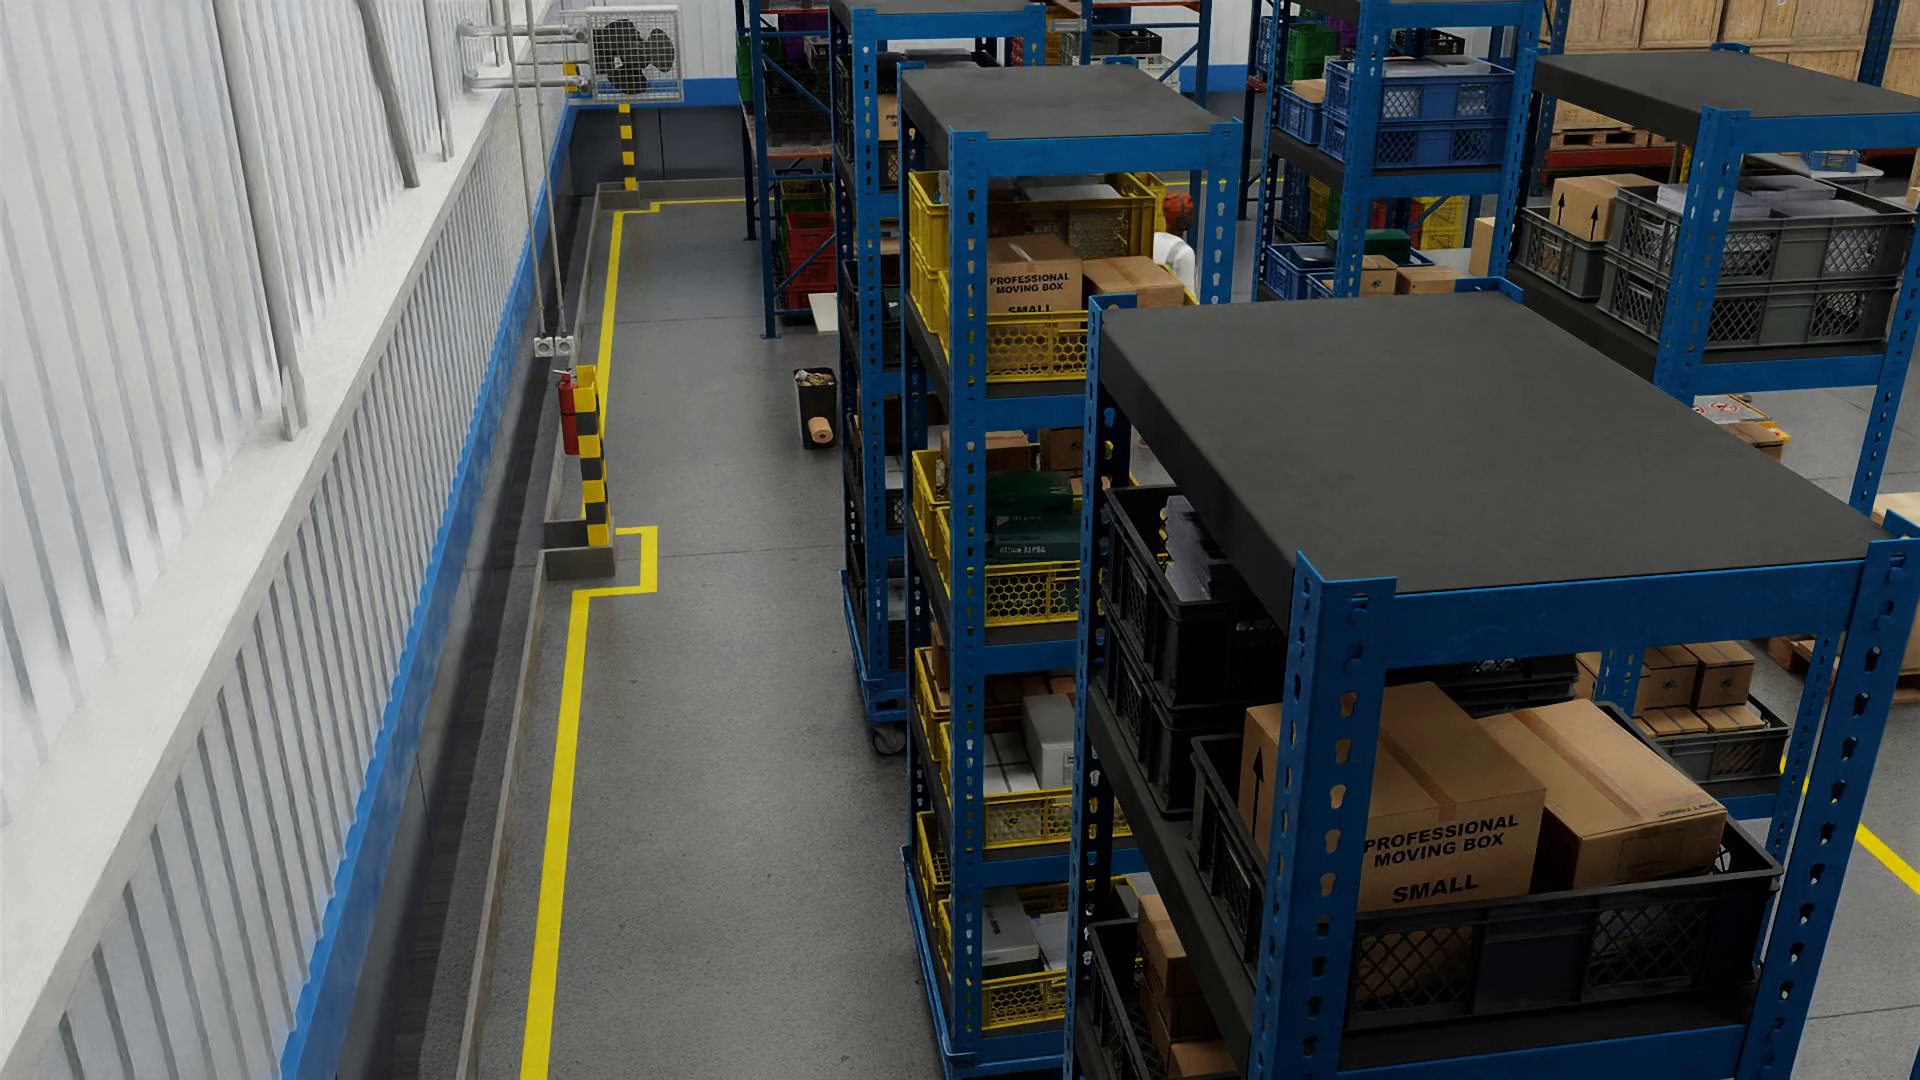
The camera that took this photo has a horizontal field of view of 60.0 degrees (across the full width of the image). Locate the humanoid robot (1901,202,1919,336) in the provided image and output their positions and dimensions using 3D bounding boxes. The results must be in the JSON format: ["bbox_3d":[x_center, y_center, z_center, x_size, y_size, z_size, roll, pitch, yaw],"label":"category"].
[{"bbox_3d":[7.949,-2.250,13.486,0.321,1.657,0.595,-19,31,-35],"label":"humanoid robot"}]

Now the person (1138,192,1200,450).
[{"bbox_3d":[1.462,-1.482,11.589,0.356,1.882,0.572,-11,27,-23],"label":"person"}]

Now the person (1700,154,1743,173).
[{"bbox_3d":[7.079,-3.410,15.646,0.376,1.997,0.610,-3,25,-7],"label":"person"}]

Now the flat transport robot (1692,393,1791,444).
[{"bbox_3d":[5.224,-0.859,12.132,1.431,0.197,0.652,-4,25,-8],"label":"flat transport robot"}]
